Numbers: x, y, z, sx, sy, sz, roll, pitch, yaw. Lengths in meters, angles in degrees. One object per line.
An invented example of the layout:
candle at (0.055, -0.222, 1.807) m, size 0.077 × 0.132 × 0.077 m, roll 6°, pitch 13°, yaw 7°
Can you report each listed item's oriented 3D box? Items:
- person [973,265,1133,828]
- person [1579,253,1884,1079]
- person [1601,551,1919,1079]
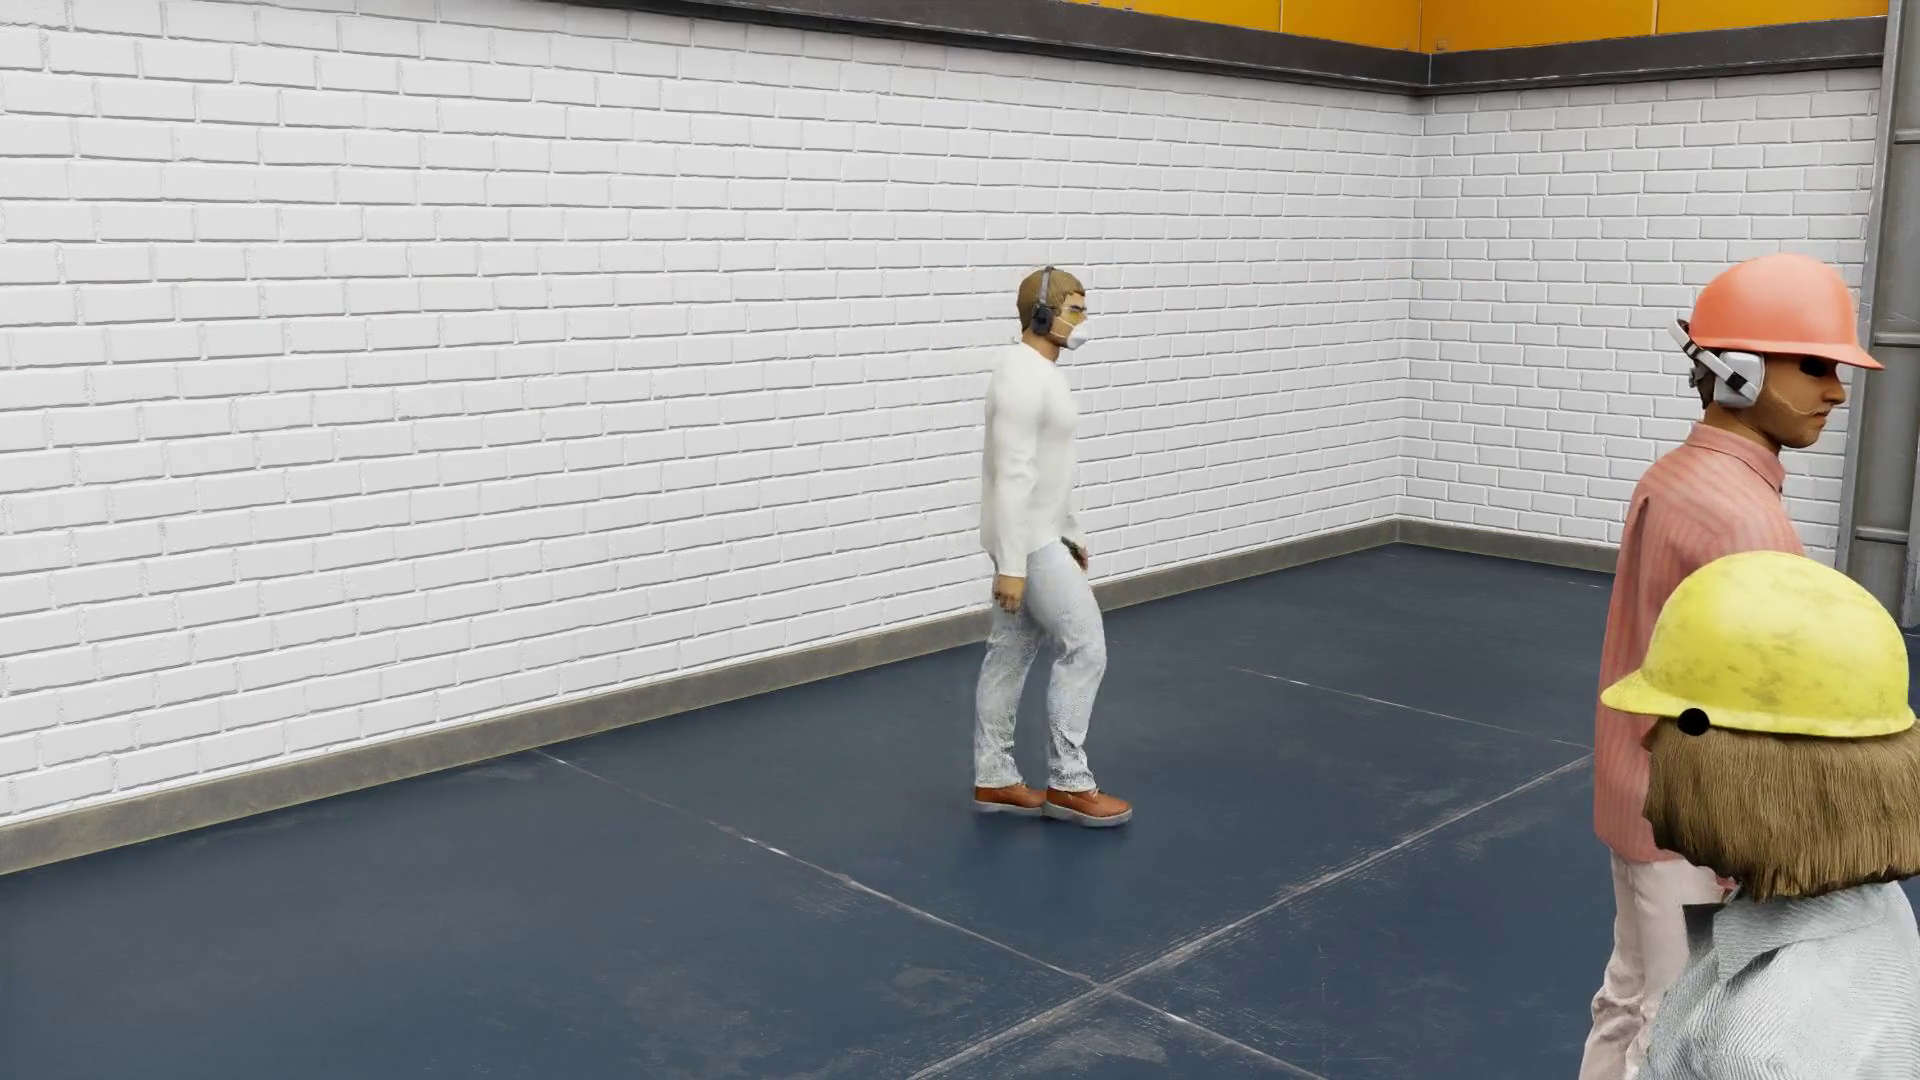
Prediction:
person at (0.359, 0.034, 5.690) m, size 0.722 × 1.915 × 0.655 m, roll 1°, pitch 10°, yaw 6°
person at (1.321, 0.502, 2.939) m, size 0.391 × 1.991 × 0.613 m, roll 2°, pitch 11°, yaw 10°
person at (0.749, 0.869, 1.637) m, size 0.318 × 1.739 × 0.485 m, roll 6°, pitch 12°, yaw 29°
